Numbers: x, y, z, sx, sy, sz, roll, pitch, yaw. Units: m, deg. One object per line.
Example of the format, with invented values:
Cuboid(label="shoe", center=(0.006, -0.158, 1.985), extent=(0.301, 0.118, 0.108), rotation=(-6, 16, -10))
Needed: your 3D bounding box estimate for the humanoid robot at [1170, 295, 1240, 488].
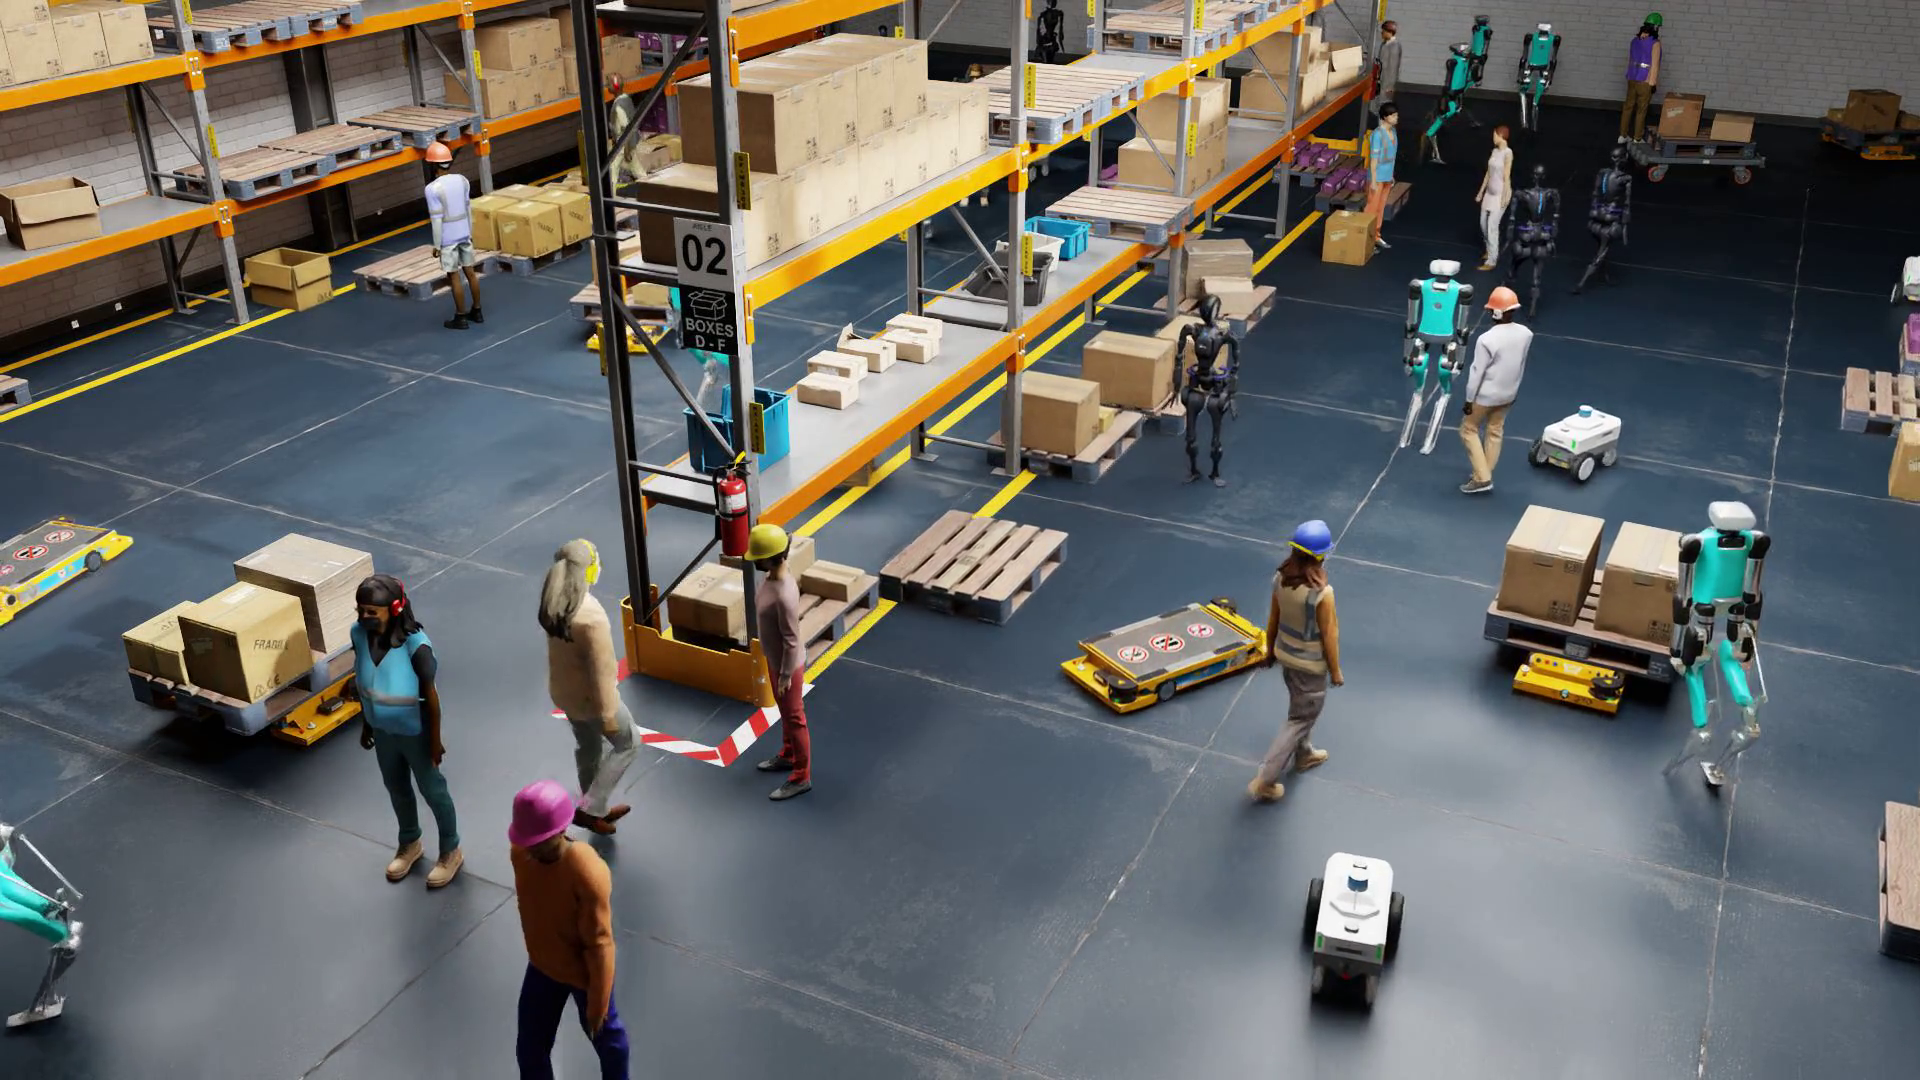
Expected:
Cuboid(label="humanoid robot", center=(2.022, -1.224, 13.665), extent=(0.599, 1.644, 0.340), rotation=(13, 29, 24))

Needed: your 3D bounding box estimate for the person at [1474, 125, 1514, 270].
Cuboid(label="person", center=(6.237, -3.982, 19.294), extent=(0.484, 1.625, 0.520), rotation=(-6, 27, -12))

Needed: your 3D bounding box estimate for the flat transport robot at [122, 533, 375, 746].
Cuboid(label="flat transport robot", center=(-4.555, 0.952, 10.855), extent=(1.431, 0.231, 0.659), rotation=(12, 29, 23))

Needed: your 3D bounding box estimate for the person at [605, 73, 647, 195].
Cuboid(label="person", center=(-4.335, -5.088, 21.331), extent=(0.929, 1.801, 0.577), rotation=(1, 26, 2))

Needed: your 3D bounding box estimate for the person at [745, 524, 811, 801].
Cuboid(label="person", center=(-1.058, 0.695, 9.696), extent=(0.319, 1.761, 0.521), rotation=(-7, 27, -15))

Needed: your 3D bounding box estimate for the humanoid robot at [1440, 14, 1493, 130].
Cuboid(label="humanoid robot", center=(7.736, -7.202, 25.721), extent=(1.002, 1.777, 0.532), rotation=(-3, 27, -6))

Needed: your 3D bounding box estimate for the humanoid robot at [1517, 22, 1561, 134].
Cuboid(label="humanoid robot", center=(8.743, -7.033, 25.313), extent=(0.530, 1.724, 0.961), rotation=(6, 27, 11))

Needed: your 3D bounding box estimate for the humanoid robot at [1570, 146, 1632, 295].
Cuboid(label="humanoid robot", center=(7.138, -3.525, 18.379), extent=(0.797, 1.634, 0.583), rotation=(-11, 29, -22))

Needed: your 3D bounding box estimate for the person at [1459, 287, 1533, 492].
Cuboid(label="person", center=(4.348, -1.205, 13.556), extent=(0.569, 1.739, 0.409), rotation=(-12, 29, -23))

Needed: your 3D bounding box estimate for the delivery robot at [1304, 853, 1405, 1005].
Cuboid(label="delivery robot", center=(2.012, 1.944, 8.512), extent=(0.499, 0.580, 0.757), rotation=(8, 27, 15))

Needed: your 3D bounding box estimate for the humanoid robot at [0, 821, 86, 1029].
Cuboid(label="humanoid robot", center=(-4.482, 1.576, 7.933), extent=(0.639, 1.799, 0.530), rotation=(-4, 27, -8))

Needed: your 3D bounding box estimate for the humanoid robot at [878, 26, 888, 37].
Cuboid(label="humanoid robot", center=(-1.142, -7.048, 25.490), extent=(0.588, 1.621, 0.794), rotation=(-5, 27, -9))

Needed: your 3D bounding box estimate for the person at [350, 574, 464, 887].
Cuboid(label="person", center=(-2.987, 1.014, 8.946), extent=(0.505, 1.860, 0.389), rotation=(10, 28, 19))

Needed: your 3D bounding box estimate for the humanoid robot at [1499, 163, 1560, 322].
Cuboid(label="humanoid robot", center=(6.049, -3.196, 17.674), extent=(0.595, 1.628, 0.727), rotation=(-2, 26, -3))

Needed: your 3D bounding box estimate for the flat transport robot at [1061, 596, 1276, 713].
Cuboid(label="flat transport robot", center=(1.451, 0.763, 11.238), extent=(1.431, 0.231, 0.659), rotation=(-16, 30, -29))

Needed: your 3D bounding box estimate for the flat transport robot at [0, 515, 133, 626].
Cuboid(label="flat transport robot", center=(-6.914, 0.226, 12.321), extent=(0.659, 0.231, 1.431), rotation=(7, 27, 15))

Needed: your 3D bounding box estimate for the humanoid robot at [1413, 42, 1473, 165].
Cuboid(label="humanoid robot", center=(6.784, -6.133, 23.637), extent=(0.551, 1.900, 0.769), rotation=(-23, 34, -38))

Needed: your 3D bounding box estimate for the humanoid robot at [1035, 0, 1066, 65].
Cuboid(label="humanoid robot", center=(1.533, -8.411, 28.204), extent=(0.589, 1.638, 0.649), rotation=(-17, 31, -31))

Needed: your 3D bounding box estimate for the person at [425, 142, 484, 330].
Cuboid(label="person", center=(-5.282, -3.145, 17.252), extent=(0.374, 1.938, 0.545), rotation=(15, 30, 27))

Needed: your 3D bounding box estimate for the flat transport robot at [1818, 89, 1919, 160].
Cuboid(label="flat transport robot", center=(13.458, -5.870, 24.636), extent=(0.659, 0.231, 1.431), rotation=(-1, 26, -2))

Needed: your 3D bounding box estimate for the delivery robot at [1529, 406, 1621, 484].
Cuboid(label="delivery robot", center=(5.273, -0.840, 14.164), extent=(0.808, 0.604, 0.499), rotation=(-18, 32, -33))

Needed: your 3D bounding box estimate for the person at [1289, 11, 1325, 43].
Cuboid(label="person", center=(5.486, -7.802, 26.761), extent=(0.654, 1.846, 1.004), rotation=(20, 33, 35))

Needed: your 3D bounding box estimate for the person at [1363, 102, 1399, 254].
Cuboid(label="person", center=(5.028, -4.319, 19.813), extent=(0.324, 1.767, 0.487), rotation=(20, 33, 35))

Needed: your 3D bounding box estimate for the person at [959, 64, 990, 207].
Cuboid(label="person", center=(0.213, -5.254, 21.615), extent=(0.505, 1.844, 0.342), rotation=(0, 26, 1))

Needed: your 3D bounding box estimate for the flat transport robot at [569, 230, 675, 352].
Cuboid(label="flat transport robot", center=(-3.329, -2.298, 17.420), extent=(0.659, 0.231, 1.431), rotation=(5, 27, 10))

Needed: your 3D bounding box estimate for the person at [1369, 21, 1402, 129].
Cuboid(label="person", center=(6.342, -6.797, 24.767), extent=(0.468, 1.816, 0.507), rotation=(-6, 27, -11))

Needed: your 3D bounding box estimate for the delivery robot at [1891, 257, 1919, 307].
Cuboid(label="delivery robot", center=(10.515, -2.836, 18.195), extent=(0.499, 0.603, 0.803), rotation=(12, 29, 23))

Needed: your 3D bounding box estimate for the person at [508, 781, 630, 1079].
Cuboid(label="person", center=(-1.726, 1.895, 7.049), extent=(0.548, 1.952, 0.860), rotation=(12, 29, 23))

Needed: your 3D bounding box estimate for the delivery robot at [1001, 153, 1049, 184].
Cuboid(label="delivery robot", center=(0.925, -5.293, 23.138), extent=(0.499, 0.586, 0.782), rotation=(17, 31, 30))

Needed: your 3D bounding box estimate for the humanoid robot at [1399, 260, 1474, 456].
Cuboid(label="humanoid robot", center=(4.100, -1.576, 14.345), extent=(0.530, 1.827, 0.646), rotation=(11, 28, 20))

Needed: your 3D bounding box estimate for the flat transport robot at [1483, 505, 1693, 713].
Cuboid(label="flat transport robot", center=(4.273, 0.702, 11.359), extent=(0.659, 0.231, 1.431), rotation=(14, 29, 26))

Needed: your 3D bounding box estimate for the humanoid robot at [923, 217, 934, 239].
Cuboid(label="humanoid robot", center=(-0.434, -4.275, 19.797), extent=(0.553, 1.748, 1.046), rotation=(4, 27, 8))

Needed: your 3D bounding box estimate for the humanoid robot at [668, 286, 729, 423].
Cuboid(label="humanoid robot", center=(-2.218, -1.890, 15.003), extent=(0.833, 1.801, 0.558), rotation=(-21, 33, -36))

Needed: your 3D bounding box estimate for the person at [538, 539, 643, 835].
Cuboid(label="person", center=(-2.063, 0.843, 9.285), extent=(0.562, 1.858, 0.464), rotation=(23, 34, 38))

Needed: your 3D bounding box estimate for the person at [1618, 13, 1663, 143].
Cuboid(label="person", center=(10.131, -6.835, 24.719), extent=(0.414, 1.925, 0.530), rotation=(-12, 29, -23))

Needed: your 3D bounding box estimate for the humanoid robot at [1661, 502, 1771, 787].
Cuboid(label="humanoid robot", center=(4.463, 0.729, 9.698), extent=(0.537, 1.813, 0.780), rotation=(-3, 26, -6))

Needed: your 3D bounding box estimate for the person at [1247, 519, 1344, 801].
Cuboid(label="person", center=(1.985, 0.700, 9.691), extent=(0.723, 1.749, 0.494), rotation=(-16, 31, -29))
